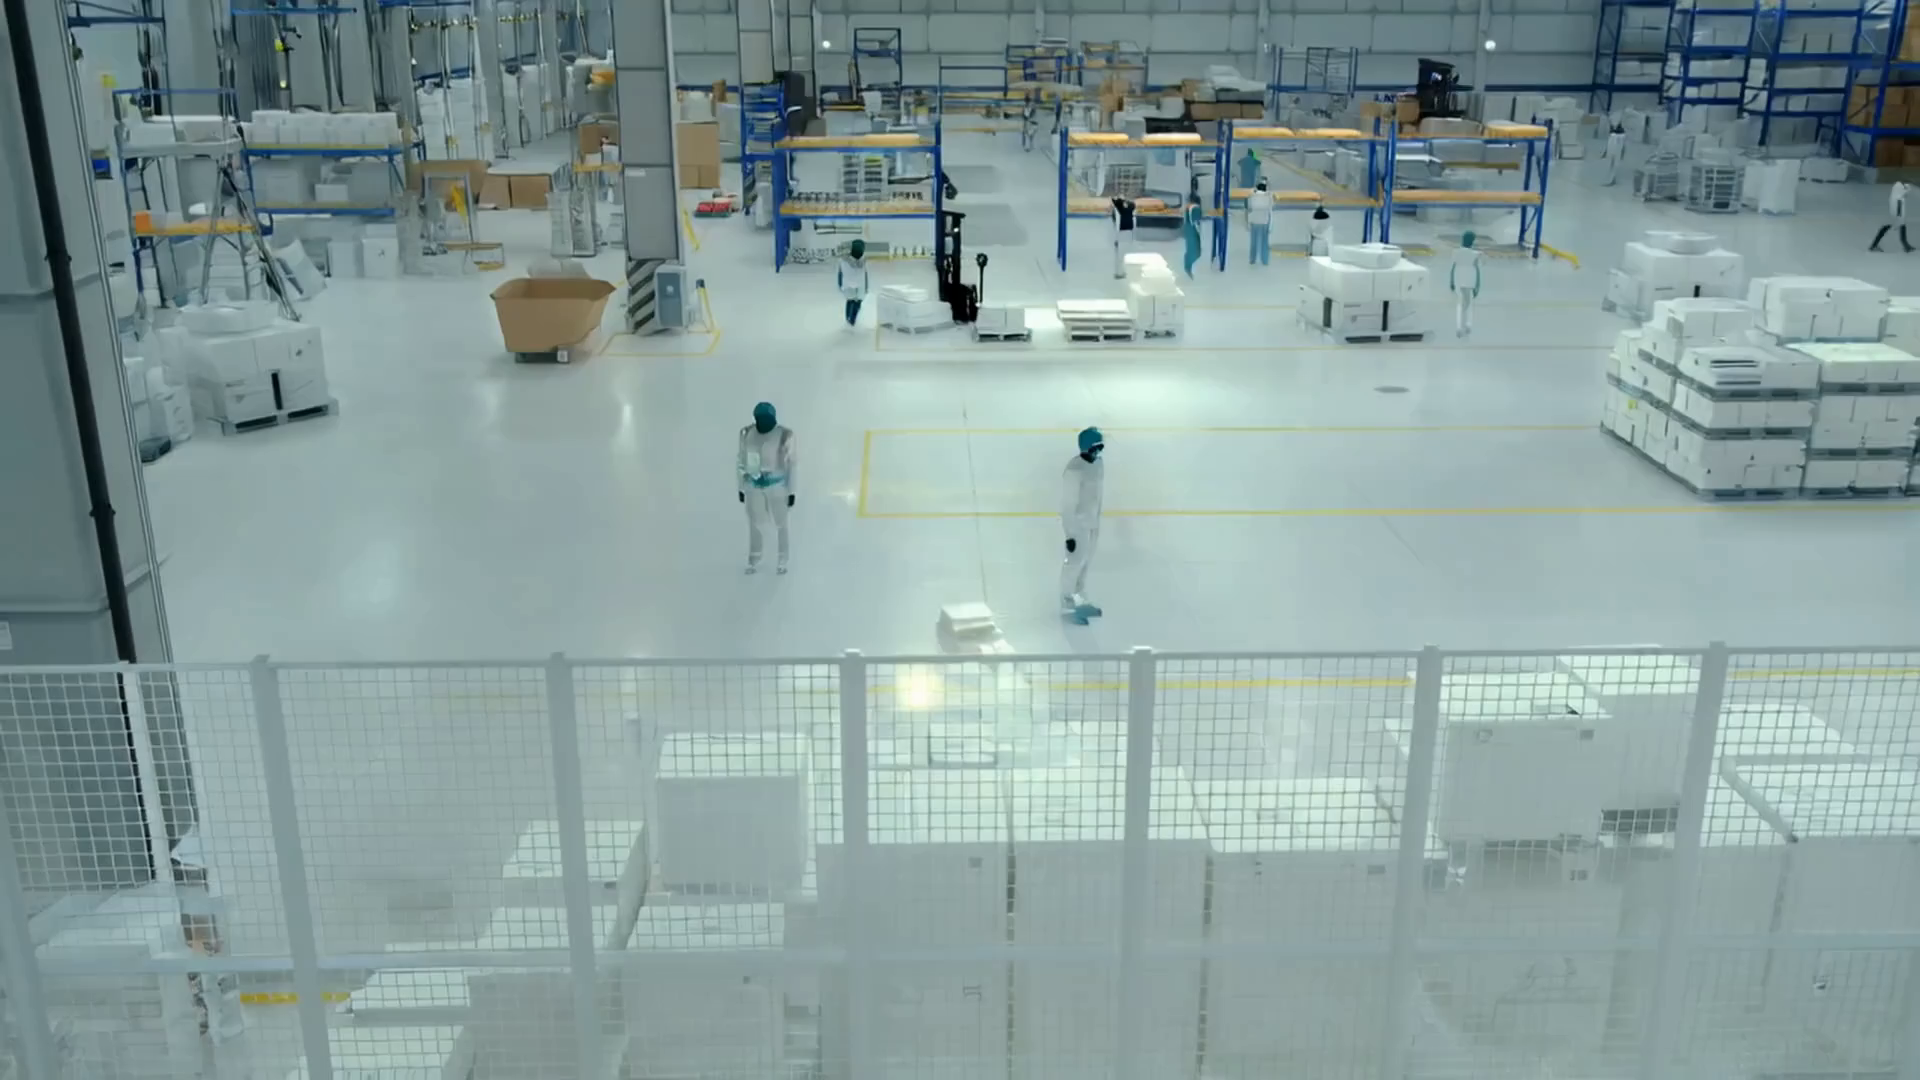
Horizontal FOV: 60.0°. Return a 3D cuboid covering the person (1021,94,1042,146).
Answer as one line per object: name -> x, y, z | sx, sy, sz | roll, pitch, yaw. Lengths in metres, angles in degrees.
person -> 2.697, -15.509, 61.414 | 1.005, 1.878, 0.660 | -14, 23, -36

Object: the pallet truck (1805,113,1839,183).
pallet truck -> 26.403, -11.957, 50.702 | 0.823, 1.965, 1.885 | 6, 19, 16

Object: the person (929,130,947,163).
person -> -0.668, -11.687, 50.544 | 0.510, 1.582, 0.906 | -6, 20, -18

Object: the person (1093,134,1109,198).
person -> 3.881, -10.143, 45.515 | 0.438, 1.865, 0.618 | 3, 19, 10

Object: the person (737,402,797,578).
person -> -1.973, -0.511, 16.997 | 0.623, 1.839, 0.429 | 2, 19, 6

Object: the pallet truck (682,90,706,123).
pallet truck -> -9.671, -15.907, 62.421 | 0.823, 1.965, 1.885 | 5, 19, 15

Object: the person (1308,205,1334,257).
person -> 6.998, -5.642, 32.361 | 0.487, 1.744, 0.294 | 1, 19, 3

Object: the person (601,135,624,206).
person -> -9.445, -10.006, 45.084 | 0.724, 1.884, 0.632 | 11, 22, 30

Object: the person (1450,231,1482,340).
person -> 8.643, -4.371, 28.483 | 0.496, 1.813, 0.967 | 6, 19, 16

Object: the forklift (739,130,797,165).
forklift -> -6.391, -13.889, 55.073 | 1.873, 2.768, 1.129 | -1, 19, -1

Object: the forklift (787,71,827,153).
forklift -> -5.727, -15.109, 58.692 | 1.873, 2.768, 1.129 | -10, 21, -26

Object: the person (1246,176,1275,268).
person -> 6.392, -6.773, 35.439 | 0.589, 1.924, 0.384 | 3, 19, 8

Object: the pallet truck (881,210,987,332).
pallet truck -> -0.493, -4.759, 29.349 | 1.885, 1.965, 0.823 | -13, 23, -34

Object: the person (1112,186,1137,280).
person -> 3.322, -6.277, 34.059 | 0.361, 1.907, 0.627 | 17, 25, 41

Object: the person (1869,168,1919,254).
person -> 20.988, -7.341, 37.142 | 1.022, 1.908, 0.627 | 12, 22, 31

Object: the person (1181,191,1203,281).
person -> 4.731, -6.171, 33.797 | 0.428, 1.829, 0.543 | -13, 23, -34

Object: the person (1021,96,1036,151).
person -> 2.461, -14.973, 59.774 | 0.570, 1.914, 0.463 | 3, 19, 9

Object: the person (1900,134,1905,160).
person -> 30.946, -13.180, 54.935 | 0.810, 1.606, 0.514 | 1, 19, 4

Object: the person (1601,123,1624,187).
person -> 19.292, -11.412, 49.313 | 0.596, 1.852, 0.529 | -11, 21, -29

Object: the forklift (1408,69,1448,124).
forklift -> 17.013, -15.594, 60.131 | 1.129, 2.768, 1.873 | -1, 19, -2

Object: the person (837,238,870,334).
person -> -1.821, -4.380, 28.718 | 0.584, 1.663, 0.416 | -6, 20, -18

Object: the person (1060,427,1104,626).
person -> 1.165, -0.137, 15.756 | 0.387, 1.932, 0.623 | 10, 21, 27

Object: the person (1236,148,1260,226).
person -> 7.122, -8.786, 41.438 | 0.681, 1.912, 0.595 | 13, 23, 33

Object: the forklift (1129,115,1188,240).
forklift -> 4.854, -8.645, 39.518 | 1.129, 2.768, 1.873 | 10, 21, 28

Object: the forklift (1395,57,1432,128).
forklift -> 19.099, -18.499, 68.749 | 1.873, 2.768, 1.129 | -1, 19, -1
